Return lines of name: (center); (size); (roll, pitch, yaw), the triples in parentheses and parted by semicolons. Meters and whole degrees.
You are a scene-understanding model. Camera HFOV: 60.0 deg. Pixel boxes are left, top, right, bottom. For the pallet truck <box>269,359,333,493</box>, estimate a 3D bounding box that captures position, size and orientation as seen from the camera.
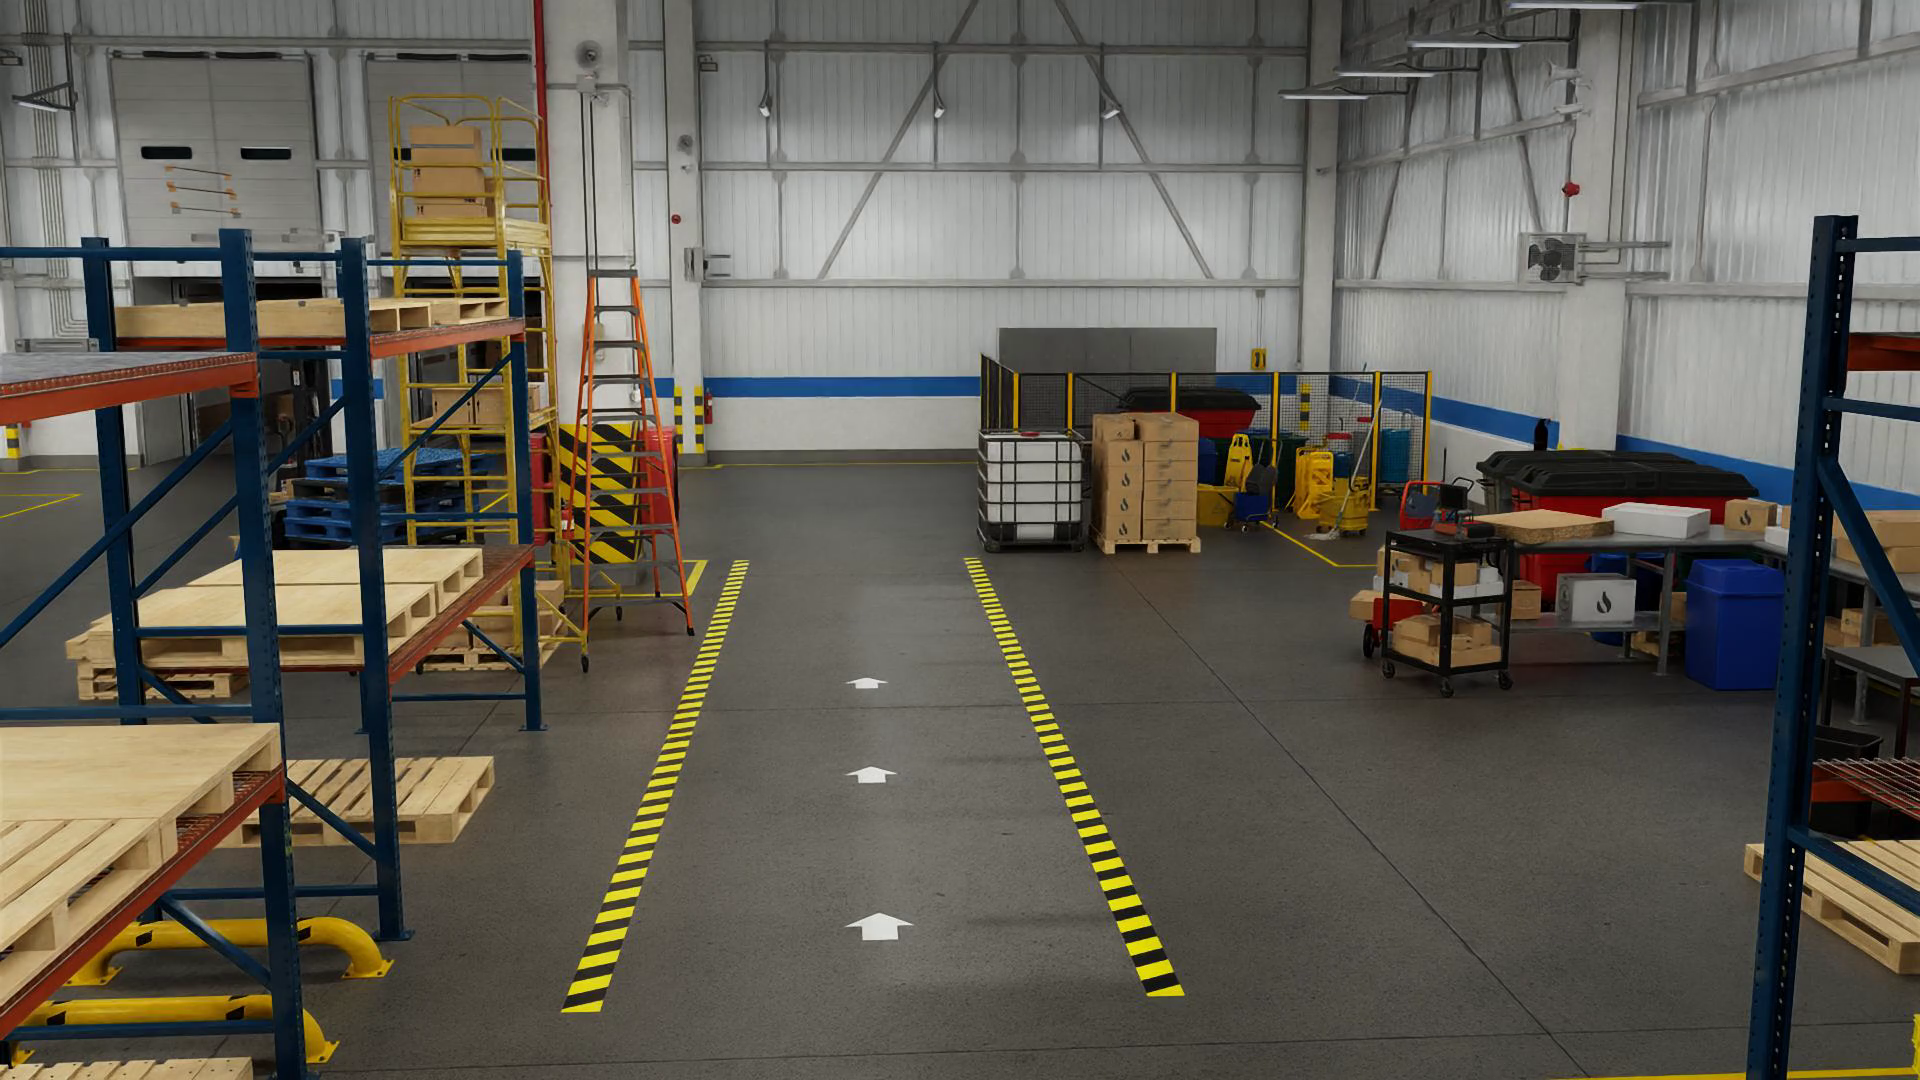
pallet truck: (-7.062, -1.131, 18.996); (1.885, 1.965, 0.823); (2, 9, 13)
